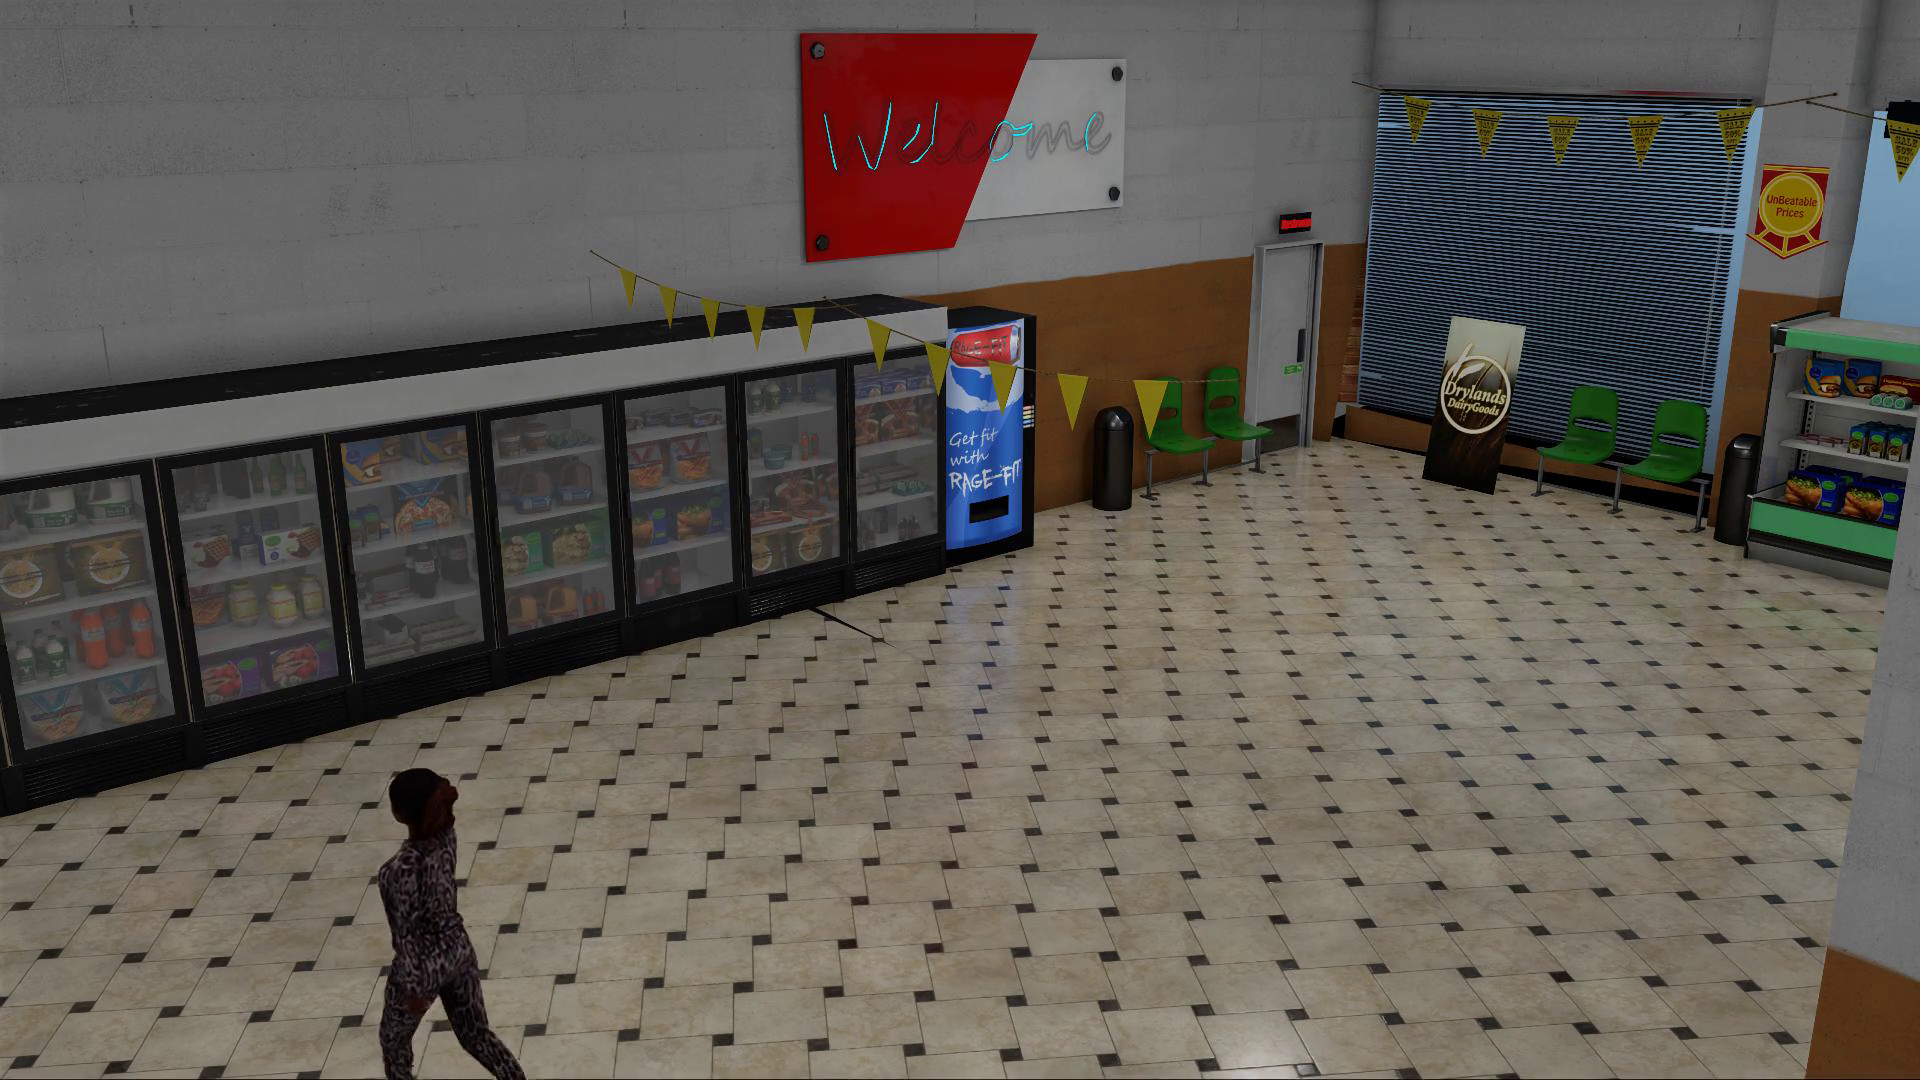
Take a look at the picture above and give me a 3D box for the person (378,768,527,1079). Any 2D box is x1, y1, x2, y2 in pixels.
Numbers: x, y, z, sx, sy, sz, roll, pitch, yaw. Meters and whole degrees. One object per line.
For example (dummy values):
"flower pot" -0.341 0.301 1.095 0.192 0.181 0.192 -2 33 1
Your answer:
"person" -2.024 1.726 6.641 1.210 1.677 0.999 5 18 17
